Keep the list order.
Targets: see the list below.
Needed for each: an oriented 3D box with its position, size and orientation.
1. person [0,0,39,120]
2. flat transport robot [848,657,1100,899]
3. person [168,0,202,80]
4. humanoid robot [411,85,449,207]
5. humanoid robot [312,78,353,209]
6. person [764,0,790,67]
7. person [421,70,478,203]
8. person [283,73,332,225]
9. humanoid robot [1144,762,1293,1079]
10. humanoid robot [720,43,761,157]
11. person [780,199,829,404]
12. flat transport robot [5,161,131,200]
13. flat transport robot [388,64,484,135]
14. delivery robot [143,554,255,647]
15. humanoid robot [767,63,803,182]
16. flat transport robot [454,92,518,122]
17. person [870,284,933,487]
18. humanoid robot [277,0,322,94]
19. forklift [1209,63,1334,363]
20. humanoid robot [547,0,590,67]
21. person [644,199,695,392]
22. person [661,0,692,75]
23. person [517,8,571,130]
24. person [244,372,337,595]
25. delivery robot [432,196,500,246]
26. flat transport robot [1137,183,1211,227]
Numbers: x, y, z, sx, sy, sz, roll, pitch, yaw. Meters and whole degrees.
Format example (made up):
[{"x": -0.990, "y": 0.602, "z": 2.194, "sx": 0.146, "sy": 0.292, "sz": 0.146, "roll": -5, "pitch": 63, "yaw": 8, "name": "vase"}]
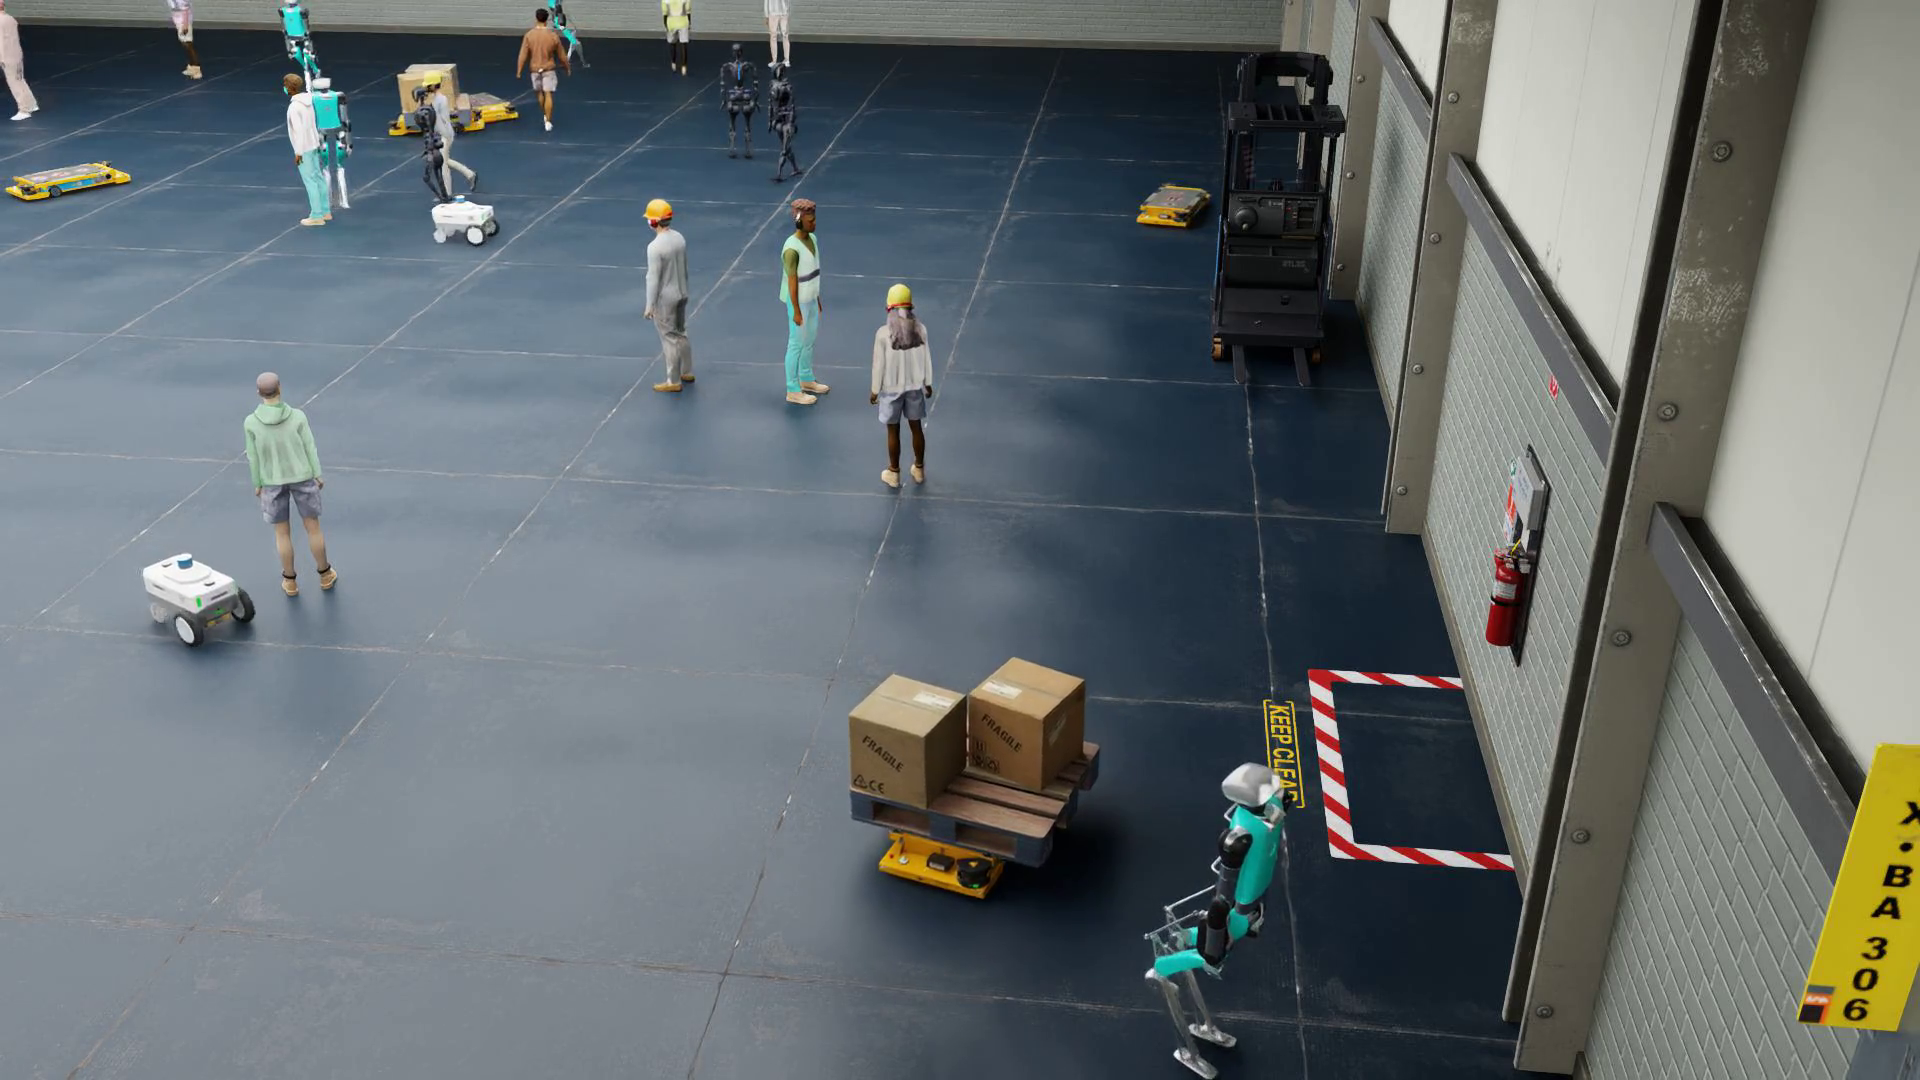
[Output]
[{"x": -15.373, "y": -7.784, "z": 26.900, "sx": 0.406, "sy": 1.870, "sz": 0.722, "roll": -4, "pitch": 27, "yaw": -8, "name": "person"}, {"x": 0.115, "y": 1.595, "z": 9.955, "sx": 0.659, "sy": 0.231, "sz": 1.431, "roll": 11, "pitch": 29, "yaw": 21, "name": "flat transport robot"}, {"x": -13.950, "y": -9.269, "z": 29.735, "sx": 0.381, "sy": 1.999, "sz": 0.774, "roll": -24, "pitch": 35, "yaw": -39, "name": "person"}, {"x": -6.904, "y": -5.117, "z": 21.787, "sx": 0.358, "sy": 1.647, "sz": 0.601, "roll": -11, "pitch": 29, "yaw": -21, "name": "humanoid robot"}, {"x": -8.318, "y": -5.241, "z": 21.983, "sx": 0.541, "sy": 1.789, "sz": 0.769, "roll": -12, "pitch": 29, "yaw": -22, "name": "humanoid robot"}, {"x": -3.369, "y": -9.682, "z": 30.688, "sx": 0.494, "sy": 1.870, "sz": 0.401, "roll": -10, "pitch": 28, "yaw": -20, "name": "person"}, {"x": -6.874, "y": -5.437, "z": 22.338, "sx": 0.617, "sy": 1.738, "sz": 0.535, "roll": -13, "pitch": 30, "yaw": -25, "name": "person"}, {"x": -8.364, "y": -4.995, "z": 21.273, "sx": 0.370, "sy": 1.915, "sz": 0.499, "roll": 2, "pitch": 27, "yaw": 4, "name": "person"}, {"x": 1.150, "y": 1.757, "z": 7.910, "sx": 0.710, "sy": 1.727, "sz": 0.530, "roll": 18, "pitch": 32, "yaw": 32, "name": "humanoid robot"}, {"x": -3.242, "y": -6.452, "z": 24.472, "sx": 0.595, "sy": 1.660, "sz": 0.343, "roll": -5, "pitch": 27, "yaw": -10, "name": "humanoid robot"}, {"x": -1.503, "y": -2.273, "z": 15.788, "sx": 0.389, "sy": 1.971, "sz": 0.479, "roll": 10, "pitch": 28, "yaw": 18, "name": "person"}, {"x": -12.389, "y": -4.990, "z": 23.100, "sx": 0.659, "sy": 0.231, "sz": 1.431, "roll": 21, "pitch": 33, "yaw": 36, "name": "flat transport robot"}, {"x": -8.286, "y": -6.600, "z": 26.314, "sx": 1.431, "sy": 0.231, "sz": 0.659, "roll": -8, "pitch": 28, "yaw": -15, "name": "flat transport robot"}, {"x": -5.552, "y": 0.378, "z": 12.036, "sx": 0.747, "sy": 0.568, "sz": 0.499, "roll": 17, "pitch": 31, "yaw": 30, "name": "delivery robot"}, {"x": -2.505, "y": -5.869, "z": 23.320, "sx": 0.587, "sy": 1.621, "sz": 0.759, "roll": 23, "pitch": 35, "yaw": 38, "name": "humanoid robot"}, {"x": -7.863, "y": -7.110, "z": 27.332, "sx": 0.659, "sy": 0.231, "sz": 1.431, "roll": -18, "pitch": 32, "yaw": -32, "name": "flat transport robot"}, {"x": -0.484, "y": -1.294, "z": 14.051, "sx": 0.554, "sy": 1.761, "sz": 0.406, "roll": -10, "pitch": 28, "yaw": -19, "name": "person"}, {"x": -10.997, "y": -8.247, "z": 28.086, "sx": 0.545, "sy": 1.890, "sz": 0.784, "roll": 6, "pitch": 27, "yaw": 12, "name": "humanoid robot"}, {"x": 3.241, "y": -3.477, "z": 17.183, "sx": 1.129, "sy": 2.768, "sz": 1.873, "roll": 3, "pitch": 27, "yaw": 6, "name": "forklift"}, {"x": -7.181, "y": -9.526, "z": 30.626, "sx": 0.824, "sy": 1.874, "sz": 0.548, "roll": -14, "pitch": 30, "yaw": -26, "name": "humanoid robot"}, {"x": -2.819, "y": -2.345, "z": 16.022, "sx": 0.390, "sy": 1.886, "sz": 0.596, "roll": 11, "pitch": 29, "yaw": 21, "name": "person"}, {"x": -5.125, "y": -9.326, "z": 30.205, "sx": 0.530, "sy": 1.651, "sz": 0.886, "roll": -4, "pitch": 27, "yaw": -8, "name": "person"}, {"x": -6.580, "y": -7.473, "z": 26.323, "sx": 0.785, "sy": 1.811, "sz": 0.914, "roll": 0, "pitch": 27, "yaw": -1, "name": "person"}, {"x": -4.971, "y": -0.406, "z": 12.310, "sx": 0.481, "sy": 1.735, "sz": 0.337, "roll": -11, "pitch": 28, "yaw": -20, "name": "person"}, {"x": -6.206, "y": -4.005, "z": 20.807, "sx": 0.785, "sy": 0.587, "sz": 0.499, "roll": 4, "pitch": 27, "yaw": 8, "name": "delivery robot"}, {"x": 2.837, "y": -4.420, "z": 21.961, "sx": 0.659, "sy": 0.231, "sz": 1.431, "roll": 10, "pitch": 28, "yaw": 18, "name": "flat transport robot"}]
